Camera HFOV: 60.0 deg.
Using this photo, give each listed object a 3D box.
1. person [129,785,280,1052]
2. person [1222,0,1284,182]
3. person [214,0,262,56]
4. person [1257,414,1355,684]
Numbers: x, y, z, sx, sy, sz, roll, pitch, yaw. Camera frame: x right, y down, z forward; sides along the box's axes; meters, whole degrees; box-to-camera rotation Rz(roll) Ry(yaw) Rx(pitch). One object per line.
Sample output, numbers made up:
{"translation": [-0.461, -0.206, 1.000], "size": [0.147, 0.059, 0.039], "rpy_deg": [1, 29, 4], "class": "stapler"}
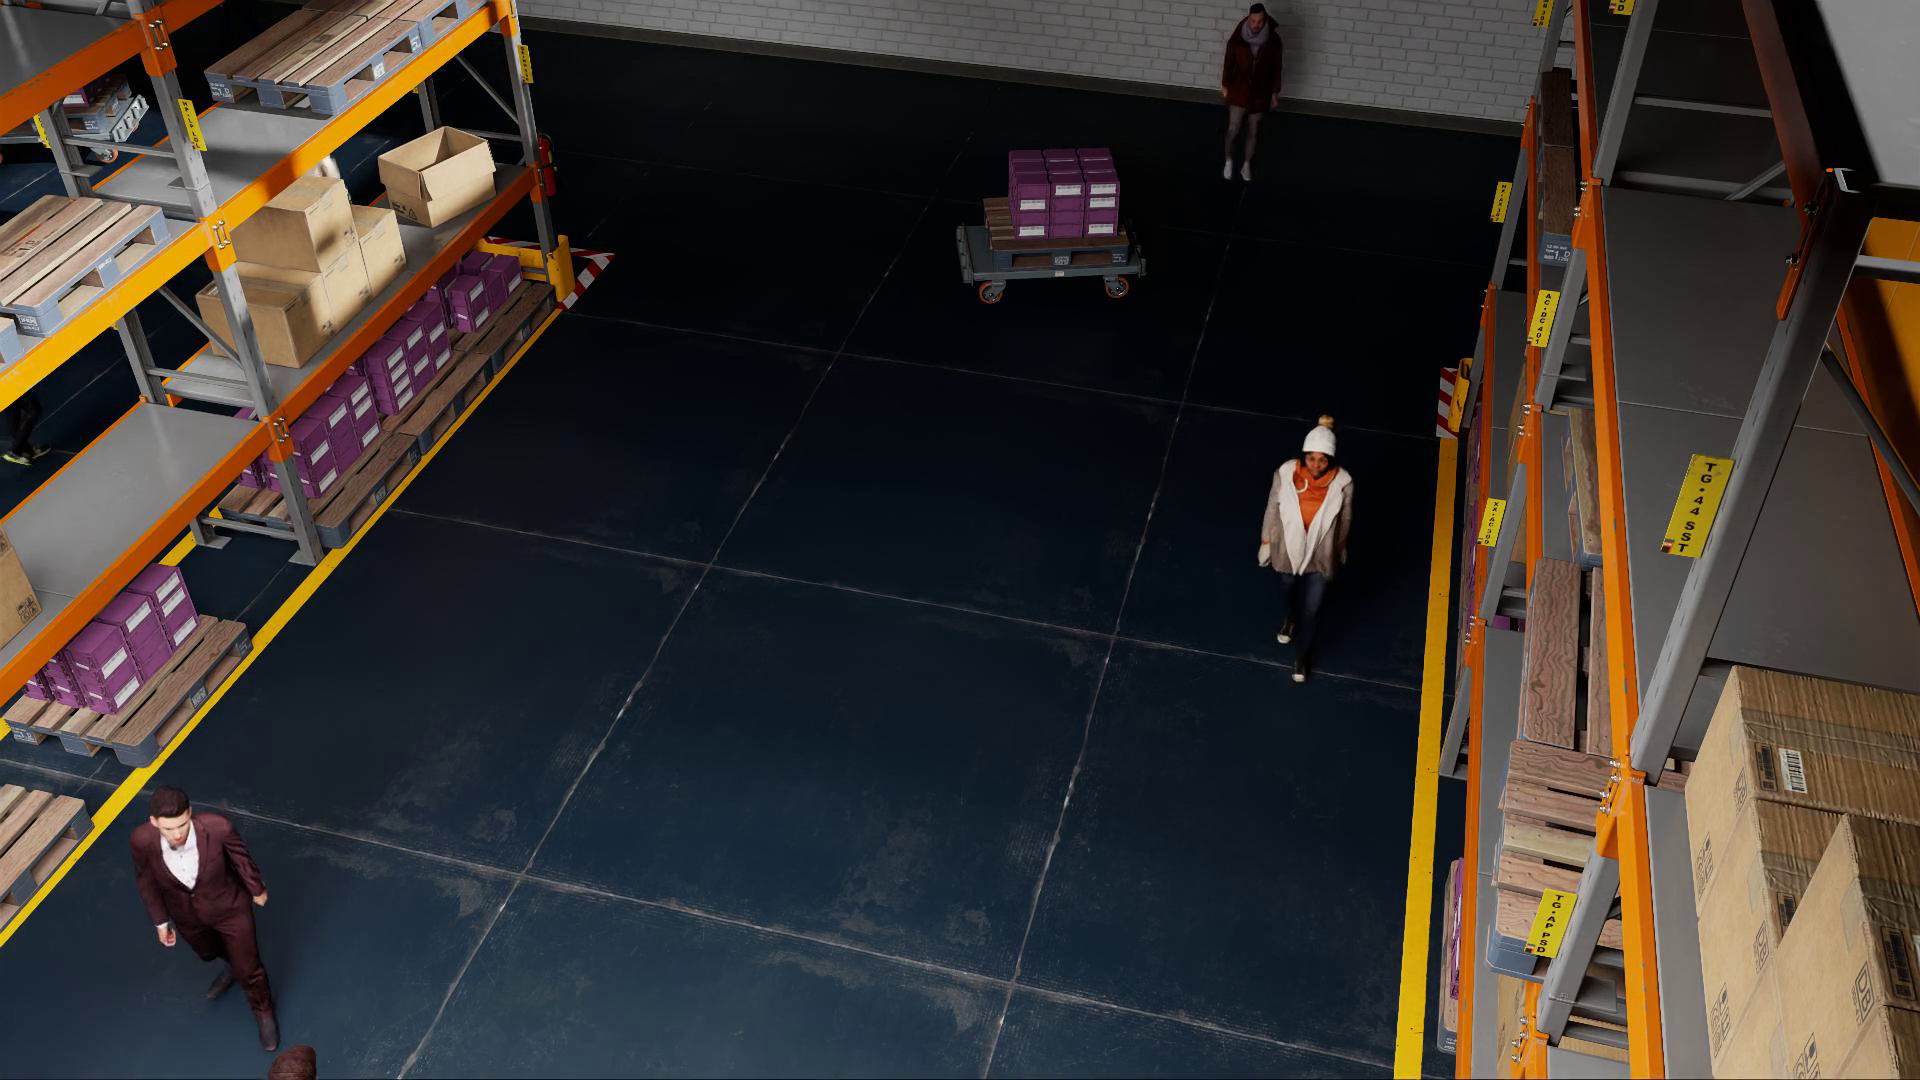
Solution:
{"translation": [-3.887, 1.847, 8.591], "size": [0.944, 1.834, 1.068], "rpy_deg": [-6, 39, -7], "class": "person"}
{"translation": [2.860, -4.467, 16.508], "size": [0.784, 1.820, 0.753], "rpy_deg": [-1, 39, -2], "class": "person"}
{"translation": [-8.170, -6.190, 18.750], "size": [0.988, 1.716, 1.044], "rpy_deg": [27, 46, 30], "class": "person"}
{"translation": [2.298, -0.051, 10.942], "size": [0.760, 1.866, 0.973], "rpy_deg": [13, 40, 15], "class": "person"}
